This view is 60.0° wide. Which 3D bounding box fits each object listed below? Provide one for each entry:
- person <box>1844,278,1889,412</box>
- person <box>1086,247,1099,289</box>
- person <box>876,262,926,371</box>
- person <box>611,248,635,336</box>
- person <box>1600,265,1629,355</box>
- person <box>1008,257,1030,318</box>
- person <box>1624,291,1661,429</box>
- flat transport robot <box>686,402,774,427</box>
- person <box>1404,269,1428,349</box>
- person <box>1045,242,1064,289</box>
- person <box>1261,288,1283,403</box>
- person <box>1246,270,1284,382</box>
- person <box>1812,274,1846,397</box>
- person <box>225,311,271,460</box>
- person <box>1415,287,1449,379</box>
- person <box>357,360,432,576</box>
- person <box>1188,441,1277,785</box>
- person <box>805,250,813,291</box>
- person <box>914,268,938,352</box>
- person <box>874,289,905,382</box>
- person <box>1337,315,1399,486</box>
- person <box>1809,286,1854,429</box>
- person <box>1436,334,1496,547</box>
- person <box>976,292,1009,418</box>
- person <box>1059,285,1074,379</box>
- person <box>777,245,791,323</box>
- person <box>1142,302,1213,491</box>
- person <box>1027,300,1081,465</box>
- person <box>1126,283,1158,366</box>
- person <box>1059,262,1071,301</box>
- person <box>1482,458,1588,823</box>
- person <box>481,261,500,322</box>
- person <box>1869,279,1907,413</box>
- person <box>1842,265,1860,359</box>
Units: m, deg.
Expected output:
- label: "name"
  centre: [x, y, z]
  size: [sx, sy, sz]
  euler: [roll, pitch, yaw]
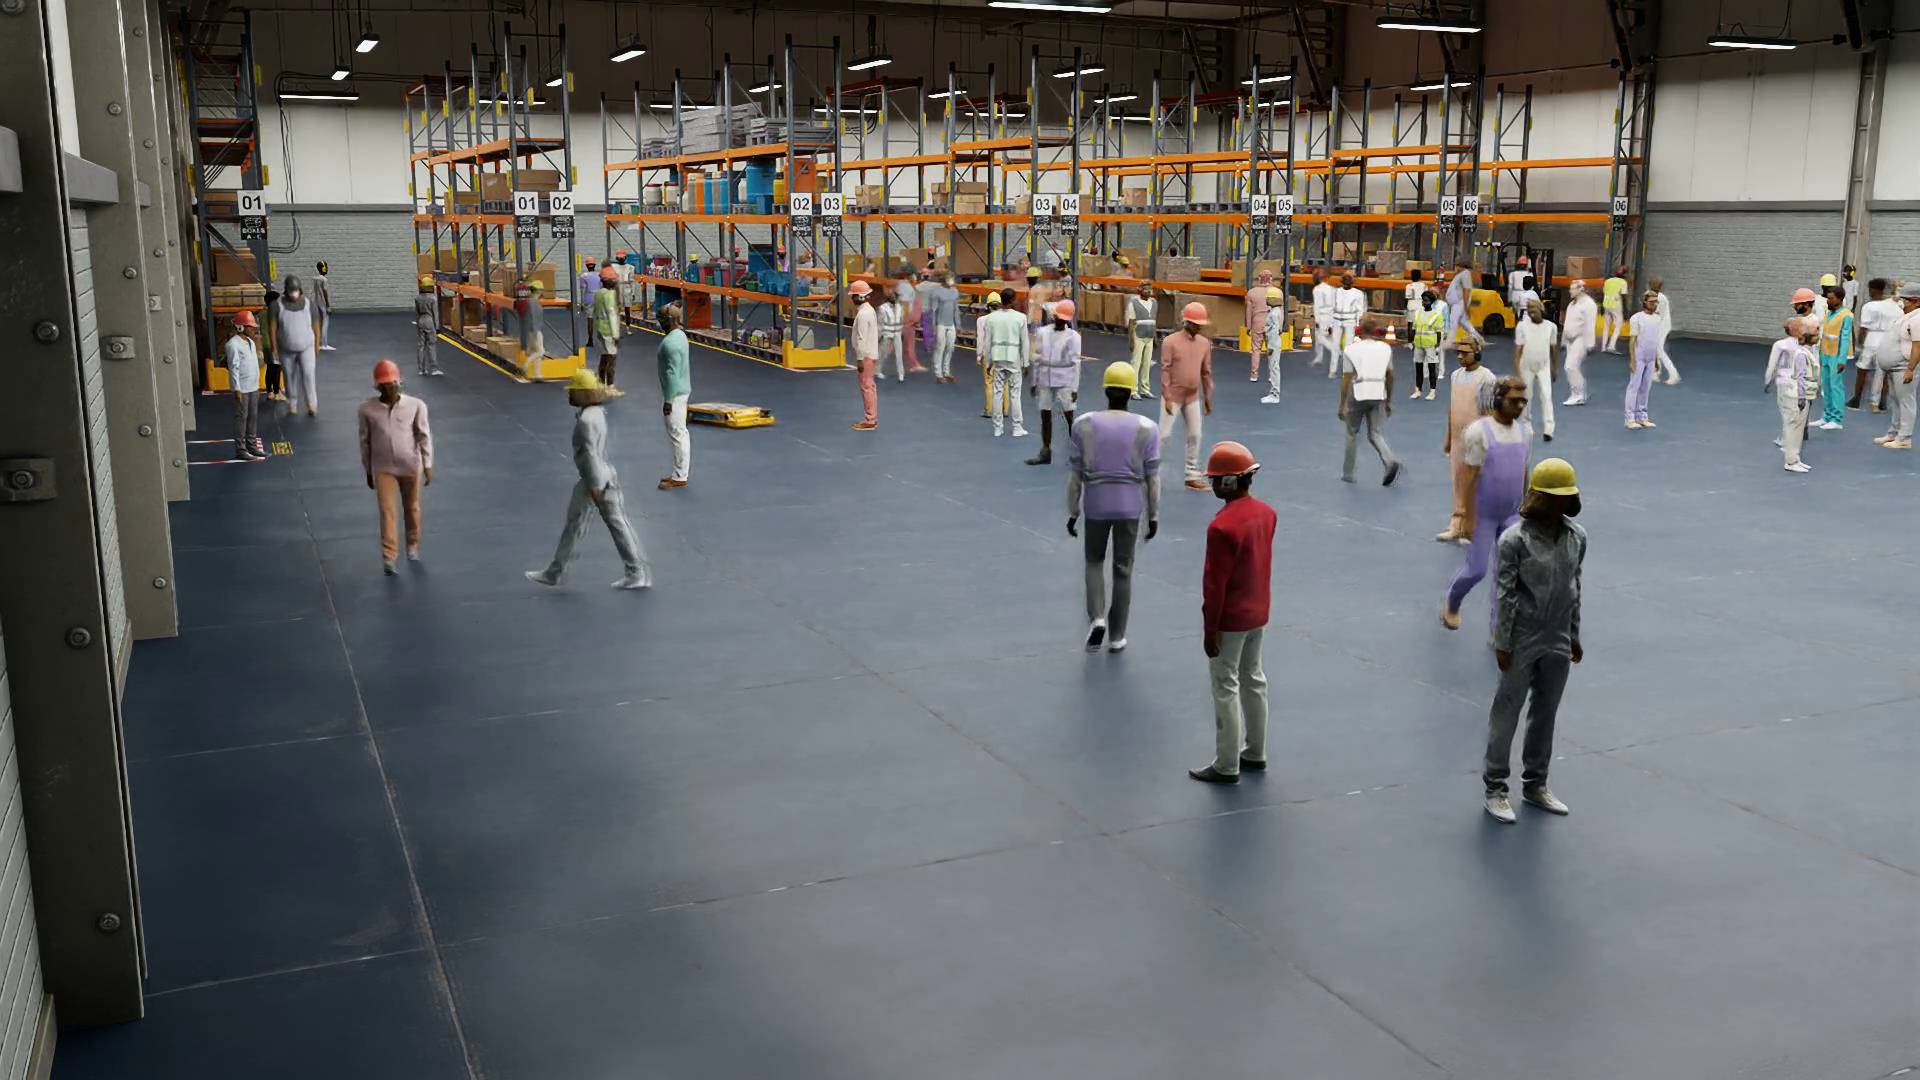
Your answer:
- label: "person"
  centre: [13.274, -2.831, 24.254]
  size: [0.649, 1.939, 0.703]
  euler: [-4, 12, -18]
- label: "person"
  centre: [3.957, -7.774, 49.457]
  size: [0.575, 1.880, 0.358]
  euler: [8, 14, 36]
- label: "person"
  centre: [-1.099, -4.043, 30.075]
  size: [0.906, 2.000, 0.691]
  euler: [-1, 11, -6]
- label: "person"
  centre: [-7.928, -5.811, 39.059]
  size: [0.608, 2.044, 0.372]
  euler: [-4, 12, -20]
- label: "person"
  centre: [13.288, -4.685, 33.908]
  size: [0.416, 1.827, 0.763]
  euler: [-5, 12, -22]
- label: "person"
  centre: [1.361, -5.429, 37.526]
  size: [0.649, 1.885, 0.796]
  euler: [-4, 12, -18]
- label: "person"
  centre: [9.158, -2.403, 22.243]
  size: [0.505, 1.847, 0.346]
  euler: [-5, 12, -25]
- label: "flat transport robot"
  centre: [-3.271, -1.741, 22.889]
  size: [1.431, 0.197, 0.652]
  euler: [10, 15, 42]
- label: "person"
  centre: [9.703, -4.916, 35.413]
  size: [0.533, 1.689, 0.321]
  euler: [-4, 12, -19]
- label: "person"
  centre: [3.204, -9.104, 56.141]
  size: [0.641, 1.908, 0.407]
  euler: [3, 12, 17]
- label: "person"
  centre: [4.753, -2.963, 25.349]
  size: [0.295, 1.744, 0.484]
  euler: [2, 11, 10]
- label: "person"
  centre: [5.200, -3.646, 28.393]
  size: [0.642, 1.913, 0.409]
  euler: [2, 11, 12]
- label: "person"
  centre: [13.496, -3.188, 26.023]
  size: [0.594, 1.925, 0.370]
  euler: [5, 12, 22]
- label: "person"
  centre: [-8.340, -1.806, 19.469]
  size: [0.350, 1.743, 0.564]
  euler: [1, 11, 3]
- label: "person"
  centre: [8.190, -3.563, 28.751]
  size: [0.551, 1.600, 0.790]
  euler: [8, 13, 34]
- label: "person"
  centre: [-4.573, -0.615, 13.502]
  size: [0.557, 1.710, 0.897]
  euler: [-4, 12, -18]
- label: "person"
  centre: [1.369, 0.367, 8.429]
  size: [0.349, 1.743, 0.567]
  euler: [9, 14, 39]
- label: "person"
  centre: [-4.694, -8.200, 51.970]
  size: [0.349, 1.743, 0.567]
  euler: [-2, 11, -9]
- label: "person"
  centre: [-0.756, -4.819, 34.812]
  size: [0.590, 1.720, 0.791]
  euler: [-5, 12, -24]
- label: "person"
  centre: [-1.213, -3.531, 28.620]
  size: [0.564, 1.594, 0.820]
  euler: [-7, 13, -30]
- label: "person"
  centre: [4.318, -1.460, 17.558]
  size: [0.610, 1.811, 0.764]
  euler: [-3, 11, -14]
- label: "person"
  centre: [11.728, -2.444, 22.293]
  size: [0.380, 1.910, 0.592]
  euler: [0, 11, 1]
- label: "person"
  centre: [4.417, -0.867, 14.455]
  size: [0.343, 1.840, 0.502]
  euler: [-5, 12, -25]
- label: "person"
  centre: [0.477, -2.600, 23.442]
  size: [0.526, 1.769, 0.328]
  euler: [-3, 11, -14]
- label: "person"
  centre: [1.815, -3.568, 28.690]
  size: [0.307, 1.639, 0.525]
  euler: [5, 12, 25]
- label: "person"
  centre: [-4.696, -6.740, 43.776]
  size: [0.605, 2.045, 0.376]
  euler: [-7, 13, -31]
- label: "person"
  centre: [2.254, -1.470, 17.202]
  size: [0.816, 1.965, 0.597]
  euler: [-6, 13, -27]
- label: "person"
  centre: [1.140, -1.784, 18.980]
  size: [0.673, 1.896, 0.526]
  euler: [7, 13, 31]
- label: "person"
  centre: [3.426, -4.025, 31.149]
  size: [0.554, 1.571, 0.848]
  euler: [-6, 13, -28]
- label: "person"
  centre: [2.226, -4.957, 35.202]
  size: [0.325, 1.861, 0.503]
  euler: [-6, 12, -27]
- label: "person"
  centre: [2.755, 0.472, 7.890]
  size: [0.491, 1.743, 0.324]
  euler: [-4, 12, -20]
- label: "person"
  centre: [-12.577, -6.793, 44.374]
  size: [1.032, 1.911, 0.630]
  euler: [11, 15, 43]
- label: "person"
  centre: [13.460, -2.781, 23.959]
  size: [0.628, 1.930, 0.367]
  euler: [4, 12, 21]
- label: "person"
  centre: [17.600, -4.520, 32.983]
  size: [0.333, 1.861, 0.495]
  euler: [-1, 11, -4]
